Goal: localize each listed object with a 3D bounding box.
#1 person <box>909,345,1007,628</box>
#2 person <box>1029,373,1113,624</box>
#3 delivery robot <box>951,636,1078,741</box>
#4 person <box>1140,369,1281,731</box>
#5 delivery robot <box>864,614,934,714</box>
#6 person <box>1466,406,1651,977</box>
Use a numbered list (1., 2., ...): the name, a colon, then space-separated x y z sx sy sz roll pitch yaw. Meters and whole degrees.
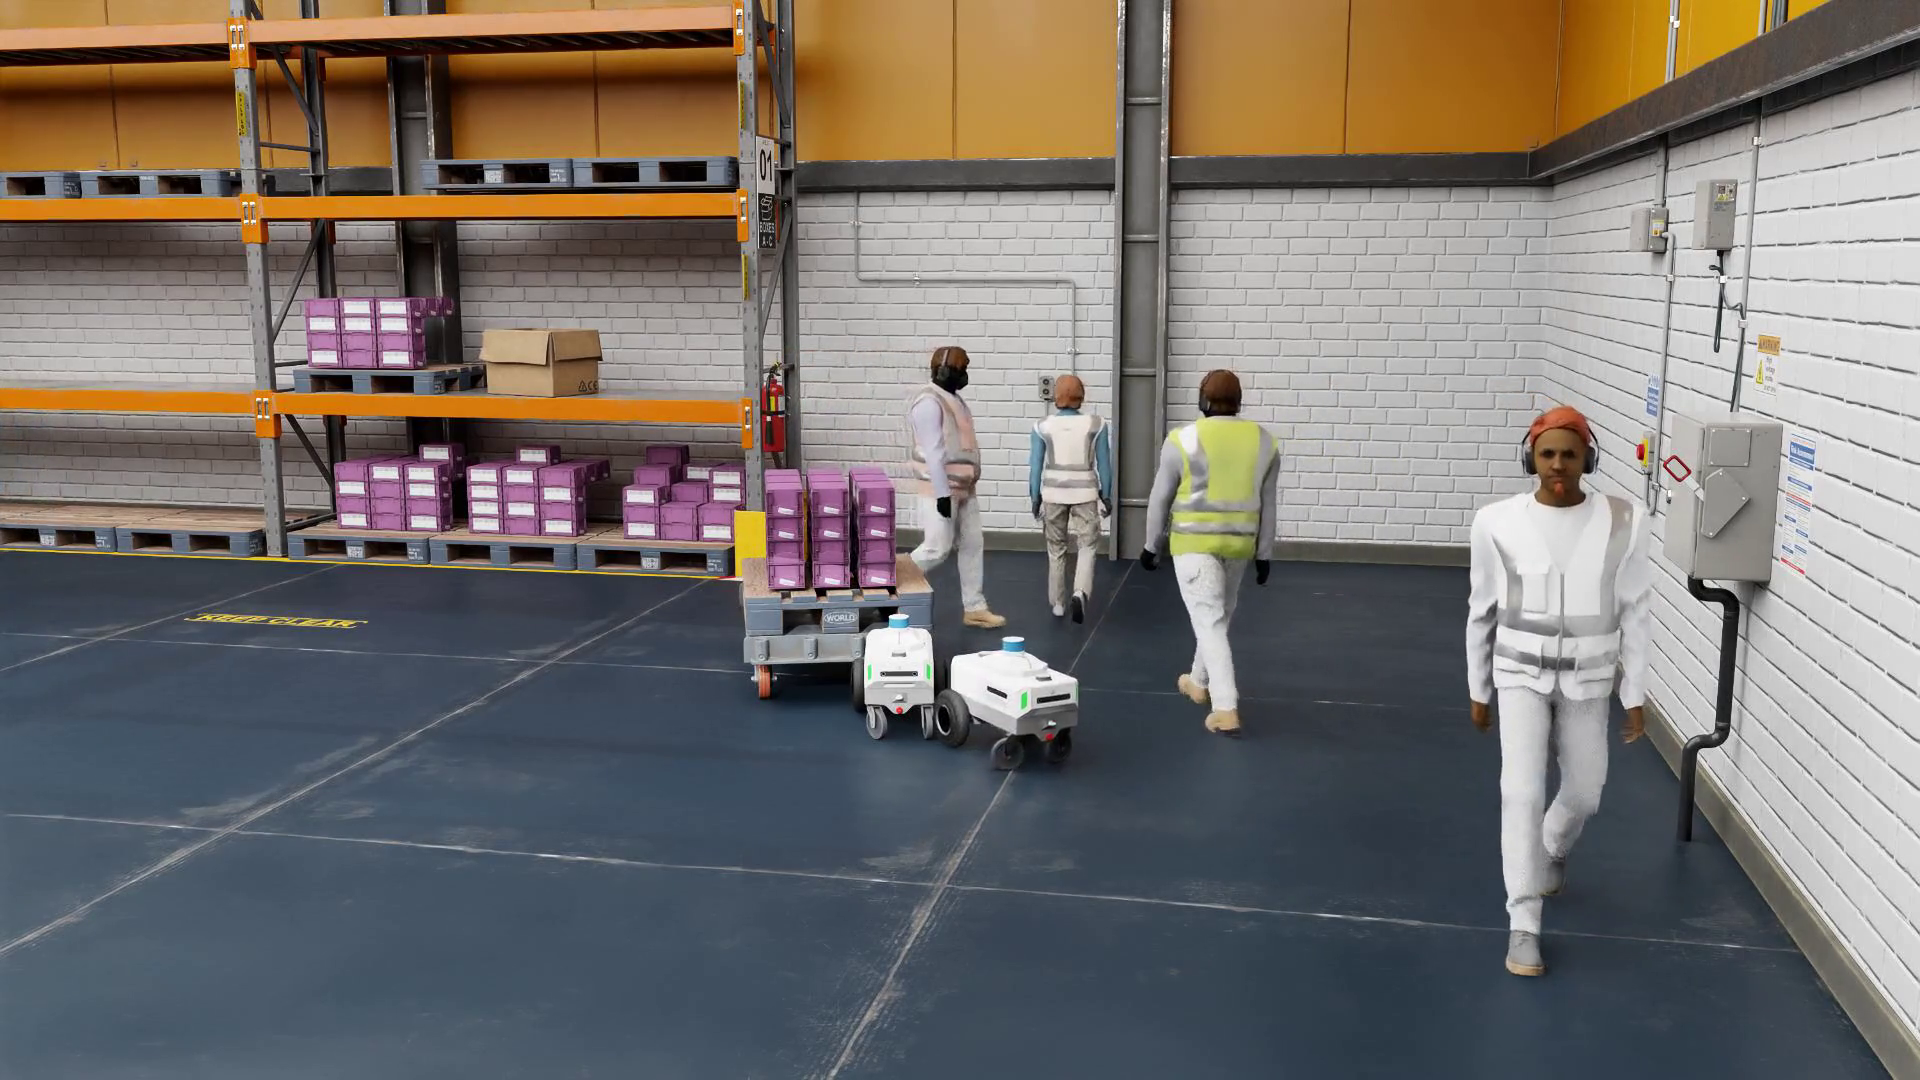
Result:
1. person: -0.130 -0.333 10.577 0.791 1.810 0.625 4 10 21
2. person: 0.712 -0.261 10.719 0.547 1.619 0.605 1 9 7
3. delivery robot: 0.254 0.701 7.868 0.477 0.478 0.707 -5 11 -29
4. person: 1.281 0.036 8.453 0.634 1.801 0.954 -3 10 -17
5. delivery robot: -0.307 0.618 8.367 0.477 0.478 0.707 0 9 -2
6. person: 2.005 0.464 5.640 0.576 1.863 0.769 2 10 14
